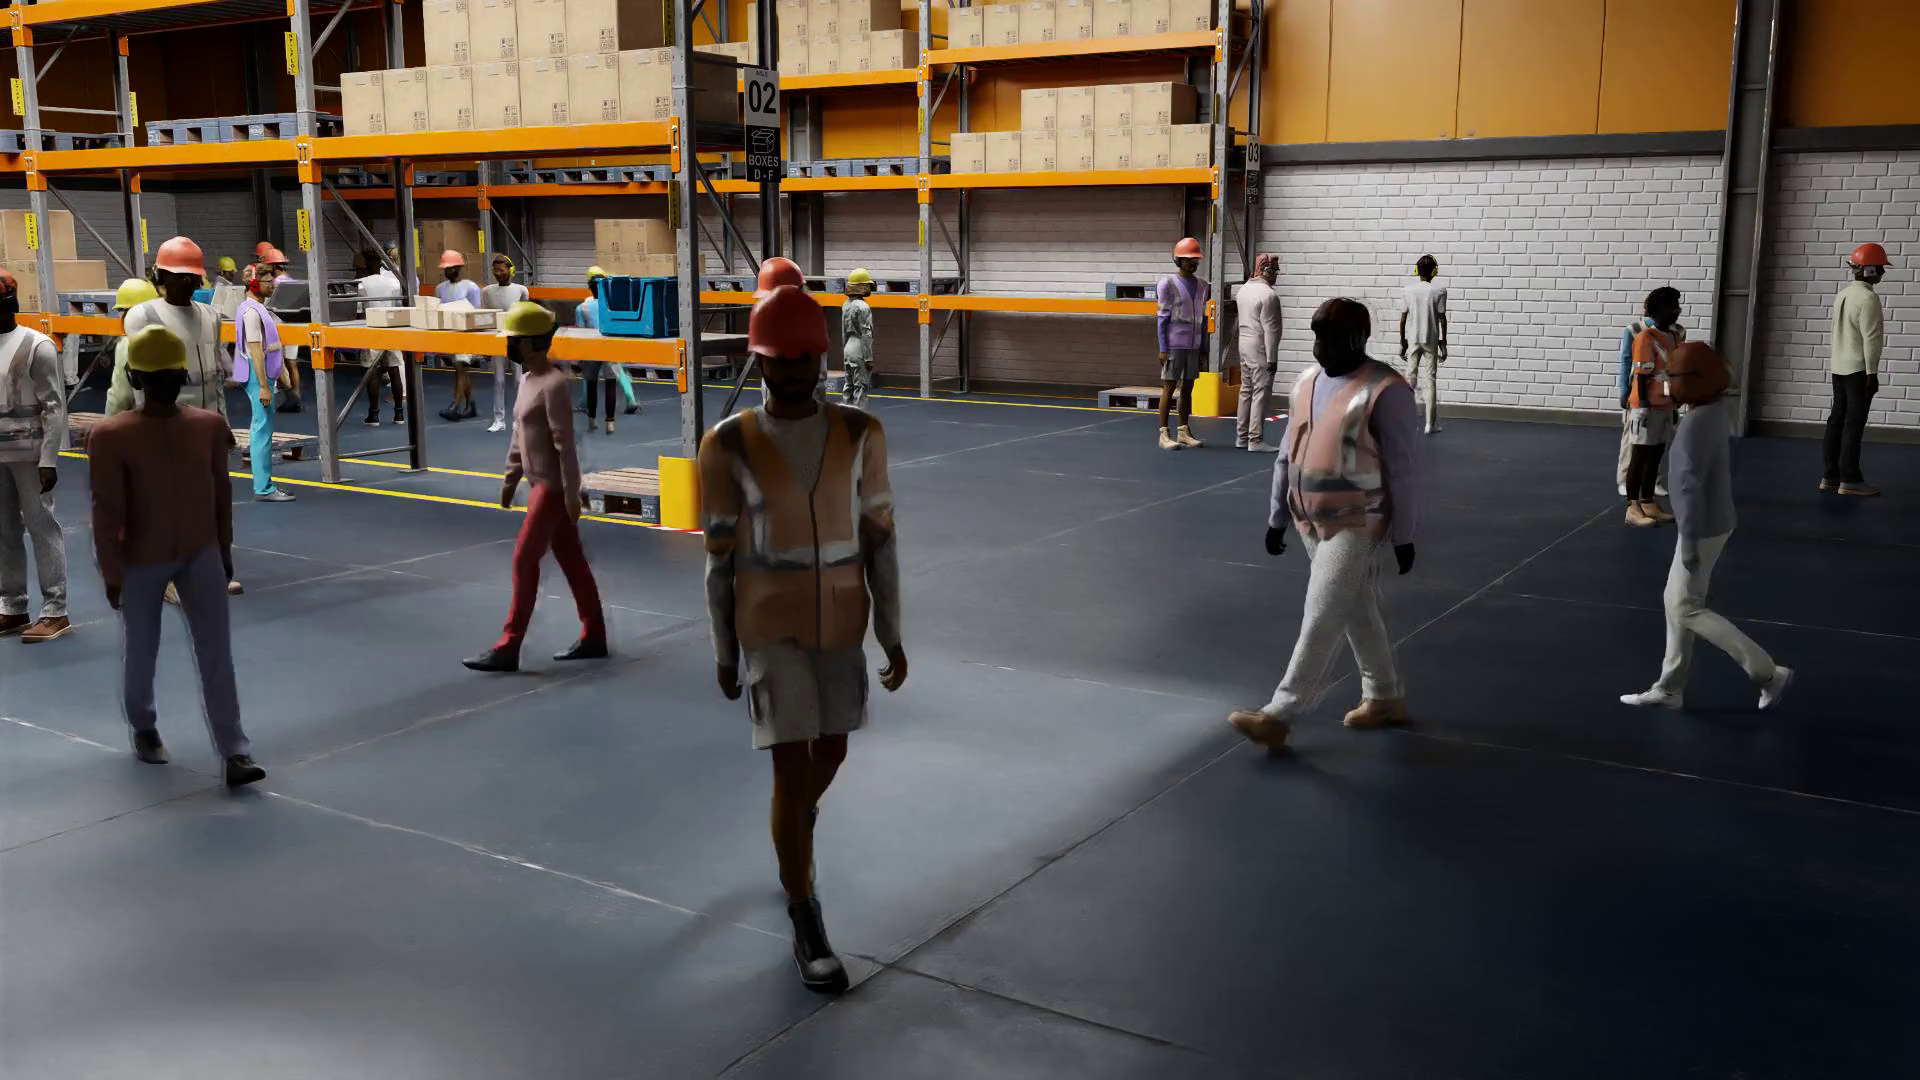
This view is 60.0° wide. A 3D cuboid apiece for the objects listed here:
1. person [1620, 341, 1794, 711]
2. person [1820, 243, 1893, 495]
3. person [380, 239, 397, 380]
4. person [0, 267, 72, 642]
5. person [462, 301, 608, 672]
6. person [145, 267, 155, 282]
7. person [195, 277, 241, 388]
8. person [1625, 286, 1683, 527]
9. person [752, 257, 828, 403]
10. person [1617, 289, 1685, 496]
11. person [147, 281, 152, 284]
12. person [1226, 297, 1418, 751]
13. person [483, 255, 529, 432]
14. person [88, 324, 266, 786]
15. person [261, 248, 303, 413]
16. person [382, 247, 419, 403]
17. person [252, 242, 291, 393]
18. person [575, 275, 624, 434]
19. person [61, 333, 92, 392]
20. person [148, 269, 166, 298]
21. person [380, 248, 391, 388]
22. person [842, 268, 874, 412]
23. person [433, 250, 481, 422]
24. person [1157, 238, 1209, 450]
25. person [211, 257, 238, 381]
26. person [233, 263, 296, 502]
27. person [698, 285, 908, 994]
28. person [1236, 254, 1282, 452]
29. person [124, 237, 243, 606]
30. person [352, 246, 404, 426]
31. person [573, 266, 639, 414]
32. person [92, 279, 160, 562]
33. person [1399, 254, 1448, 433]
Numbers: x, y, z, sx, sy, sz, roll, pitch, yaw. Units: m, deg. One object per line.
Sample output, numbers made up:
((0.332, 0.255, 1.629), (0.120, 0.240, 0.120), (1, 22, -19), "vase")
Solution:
((3.173, -0.025, 6.972), (0.624, 1.608, 0.505), (7, 12, 33), "person")
((7.177, -1.362, 13.307), (0.377, 1.995, 0.608), (0, 10, 1), "person")
((-8.224, -3.367, 24.287), (0.535, 2.000, 0.688), (5, 11, 24), "person")
((-4.787, -0.423, 8.402), (0.573, 1.887, 0.356), (3, 11, 17), "person")
((-2.043, -0.239, 7.811), (0.831, 1.733, 0.553), (-5, 11, -26), "person")
((-12.286, -3.358, 25.429), (0.507, 1.615, 0.349), (-5, 11, -24), "person")
((-10.363, -2.945, 22.678), (1.028, 1.777, 0.653), (0, 10, -2), "person")
((4.954, -0.948, 11.836), (0.535, 1.697, 0.318), (-9, 14, -42), "person")
((-0.951, -0.586, 9.192), (0.374, 1.928, 0.542), (-7, 12, -34), "person")
((5.463, -1.157, 13.159), (0.523, 1.638, 0.310), (-1, 10, -4), "person")
((-8.754, -2.256, 18.611), (0.930, 1.862, 0.676), (6, 12, 30), "person")
((1.474, -0.067, 6.683), (0.976, 1.790, 0.650), (-5, 11, -26), "person")
((-4.783, -2.064, 17.566), (0.535, 1.861, 0.309), (0, 10, 1), "person")
((-2.941, 0.062, 6.187), (0.963, 1.712, 0.538), (10, 14, 44), "person")
((-7.927, -2.428, 19.416), (0.407, 1.924, 0.561), (1, 10, 6), "person")
((-6.992, -2.679, 20.756), (0.362, 1.939, 0.636), (4, 11, 20), "person")
((-9.174, -2.946, 22.102), (0.417, 1.994, 0.624), (5, 11, 24), "person")
((-3.790, -1.969, 17.600), (0.544, 1.652, 0.820), (-2, 10, -11), "person")
((-11.923, -2.904, 22.295), (0.404, 1.834, 0.592), (-2, 10, -11), "person")
((-5.028, -0.821, 10.669), (0.333, 1.866, 0.515), (3, 11, 16), "person")
((-7.719, -3.038, 22.813), (0.589, 1.915, 0.395), (-6, 12, -30), "person")
((-0.996, -1.820, 16.544), (0.295, 1.744, 0.484), (-6, 12, -31), "person")
((-5.692, -2.271, 18.609), (0.562, 1.895, 0.904), (4, 11, 21), "person")
((2.180, -1.892, 16.110), (0.609, 2.043, 0.397), (-7, 12, -34), "person")
((-10.419, -3.164, 23.899), (0.822, 1.774, 0.615), (-1, 10, -6), "person")
((-5.424, -1.214, 12.894), (0.386, 1.845, 0.567), (-4, 11, -23), "person")
((-0.472, 0.223, 4.771), (0.542, 1.909, 0.926), (-4, 11, -22), "person")
((2.883, -1.781, 15.916), (0.400, 1.895, 0.652), (-3, 11, -16), "person")
((-4.316, -0.662, 9.311), (0.394, 2.037, 0.605), (4, 11, 22), "person")
((-6.356, -2.230, 18.194), (0.605, 1.966, 0.367), (-7, 12, -34), "person")
((-4.137, -2.322, 19.381), (0.905, 1.723, 0.525), (7, 13, 36), "person")
((-4.892, -0.643, 9.902), (0.896, 1.785, 0.592), (0, 10, 2), "person")
((4.881, -2.058, 17.510), (0.513, 1.872, 0.328), (6, 12, 28), "person")
